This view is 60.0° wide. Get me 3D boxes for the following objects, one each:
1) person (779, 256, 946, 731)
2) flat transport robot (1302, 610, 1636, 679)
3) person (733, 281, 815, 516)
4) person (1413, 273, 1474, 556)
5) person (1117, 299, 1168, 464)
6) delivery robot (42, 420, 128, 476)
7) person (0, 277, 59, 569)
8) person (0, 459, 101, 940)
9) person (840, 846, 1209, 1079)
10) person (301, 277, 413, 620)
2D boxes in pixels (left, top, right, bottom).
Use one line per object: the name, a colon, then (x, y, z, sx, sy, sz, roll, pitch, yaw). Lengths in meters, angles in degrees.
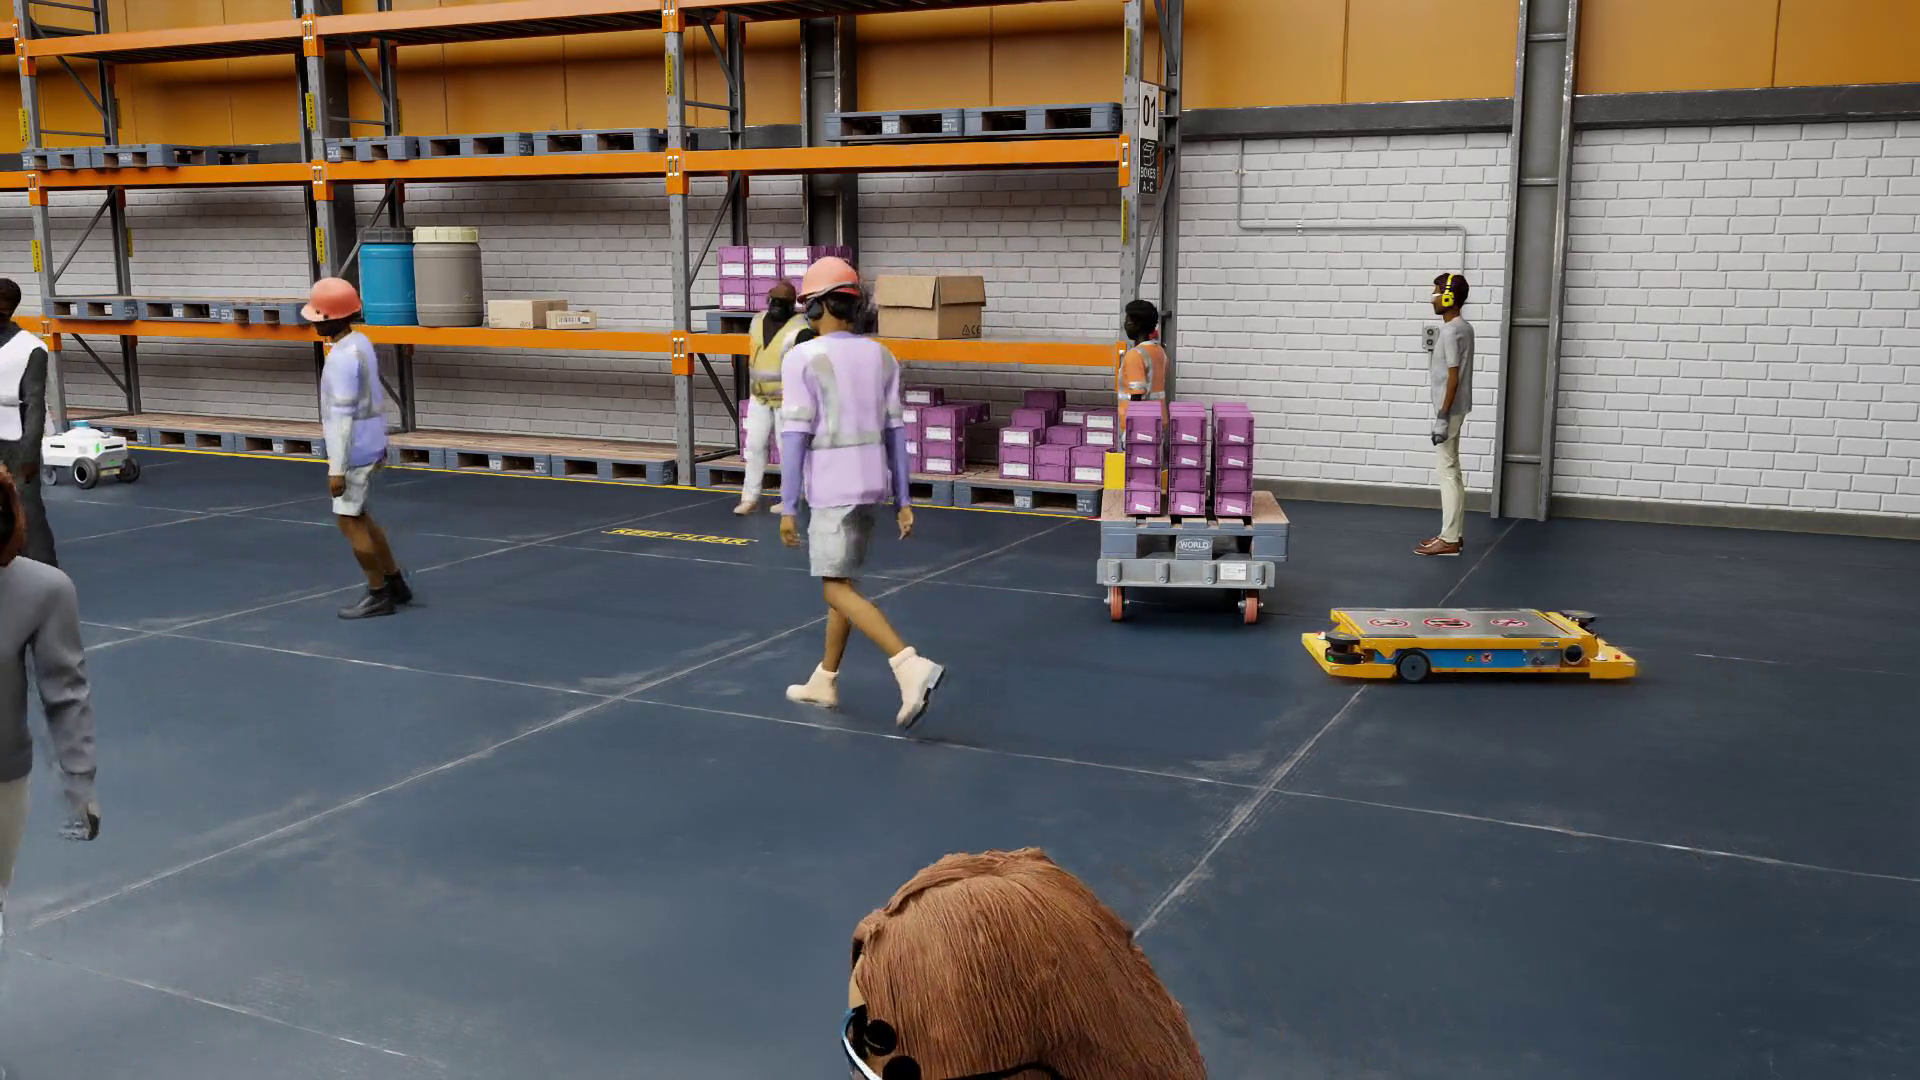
person: (-0.421, -0.192, 7.048, 0.920, 2.004, 0.641, 9, 13, 42)
flat transport robot: (2.435, 0.493, 8.053, 1.431, 0.197, 0.652, 0, 10, 0)
person: (-1.409, -1.048, 12.540, 0.701, 1.790, 0.751, 6, 12, 32)
person: (3.226, -0.825, 11.043, 0.313, 1.864, 0.538, 5, 11, 25)
person: (1.201, -0.742, 11.042, 0.316, 1.695, 0.542, 5, 11, 25)
delivery robot: (-7.527, -0.787, 14.300, 0.707, 0.478, 0.477, 4, 11, 23)
person: (-5.408, -0.547, 9.443, 0.744, 1.878, 0.384, 5, 11, 25)
person: (-2.276, 0.571, 3.814, 0.511, 1.578, 0.746, -8, 13, -39)
person: (0.000, 1.014, 1.239, 0.747, 1.597, 0.514, -4, 11, -20)
person: (-3.288, -0.484, 9.057, 0.402, 1.872, 0.676, -2, 10, -10)
